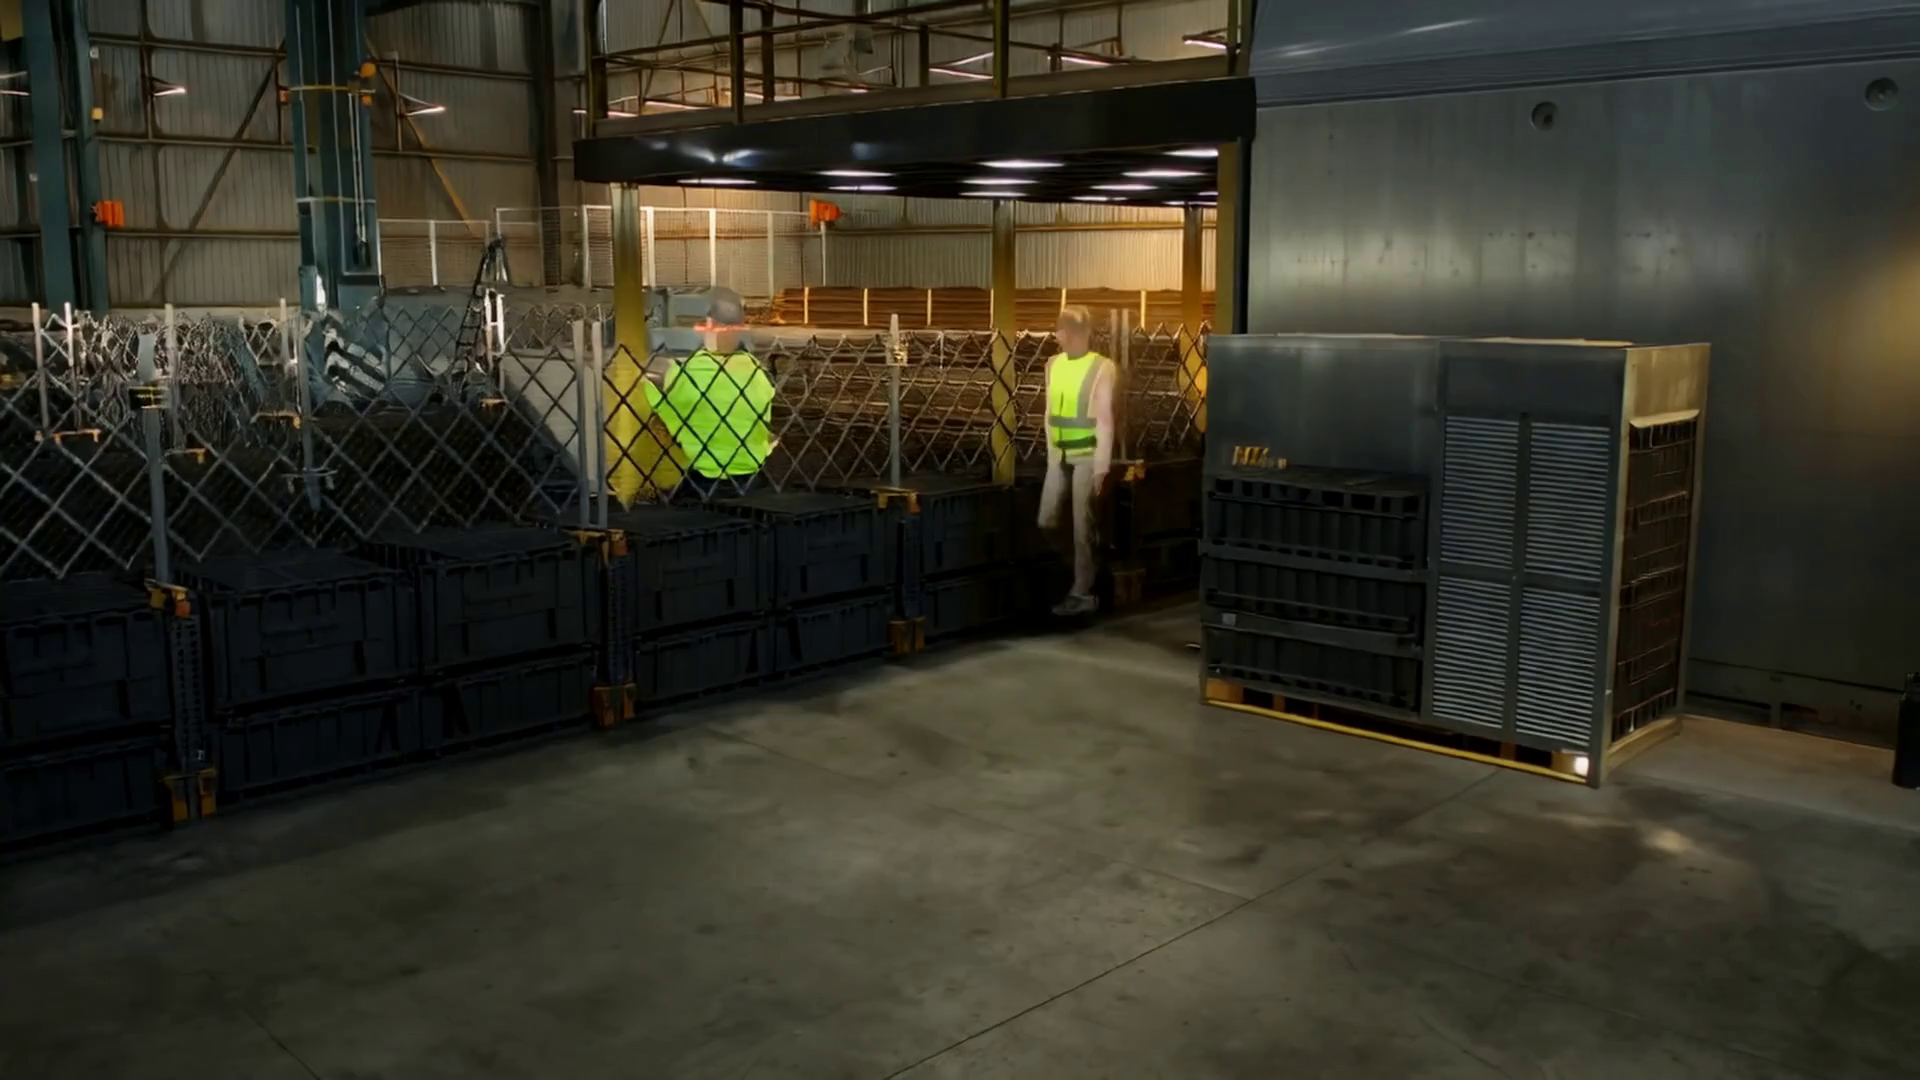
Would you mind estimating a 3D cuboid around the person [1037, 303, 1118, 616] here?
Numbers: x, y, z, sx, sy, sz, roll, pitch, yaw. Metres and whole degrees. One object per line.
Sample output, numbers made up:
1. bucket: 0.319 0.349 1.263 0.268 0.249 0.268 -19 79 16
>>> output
1. person: 0.710 -0.475 9.940 0.444 1.872 0.576 -8 12 -42
